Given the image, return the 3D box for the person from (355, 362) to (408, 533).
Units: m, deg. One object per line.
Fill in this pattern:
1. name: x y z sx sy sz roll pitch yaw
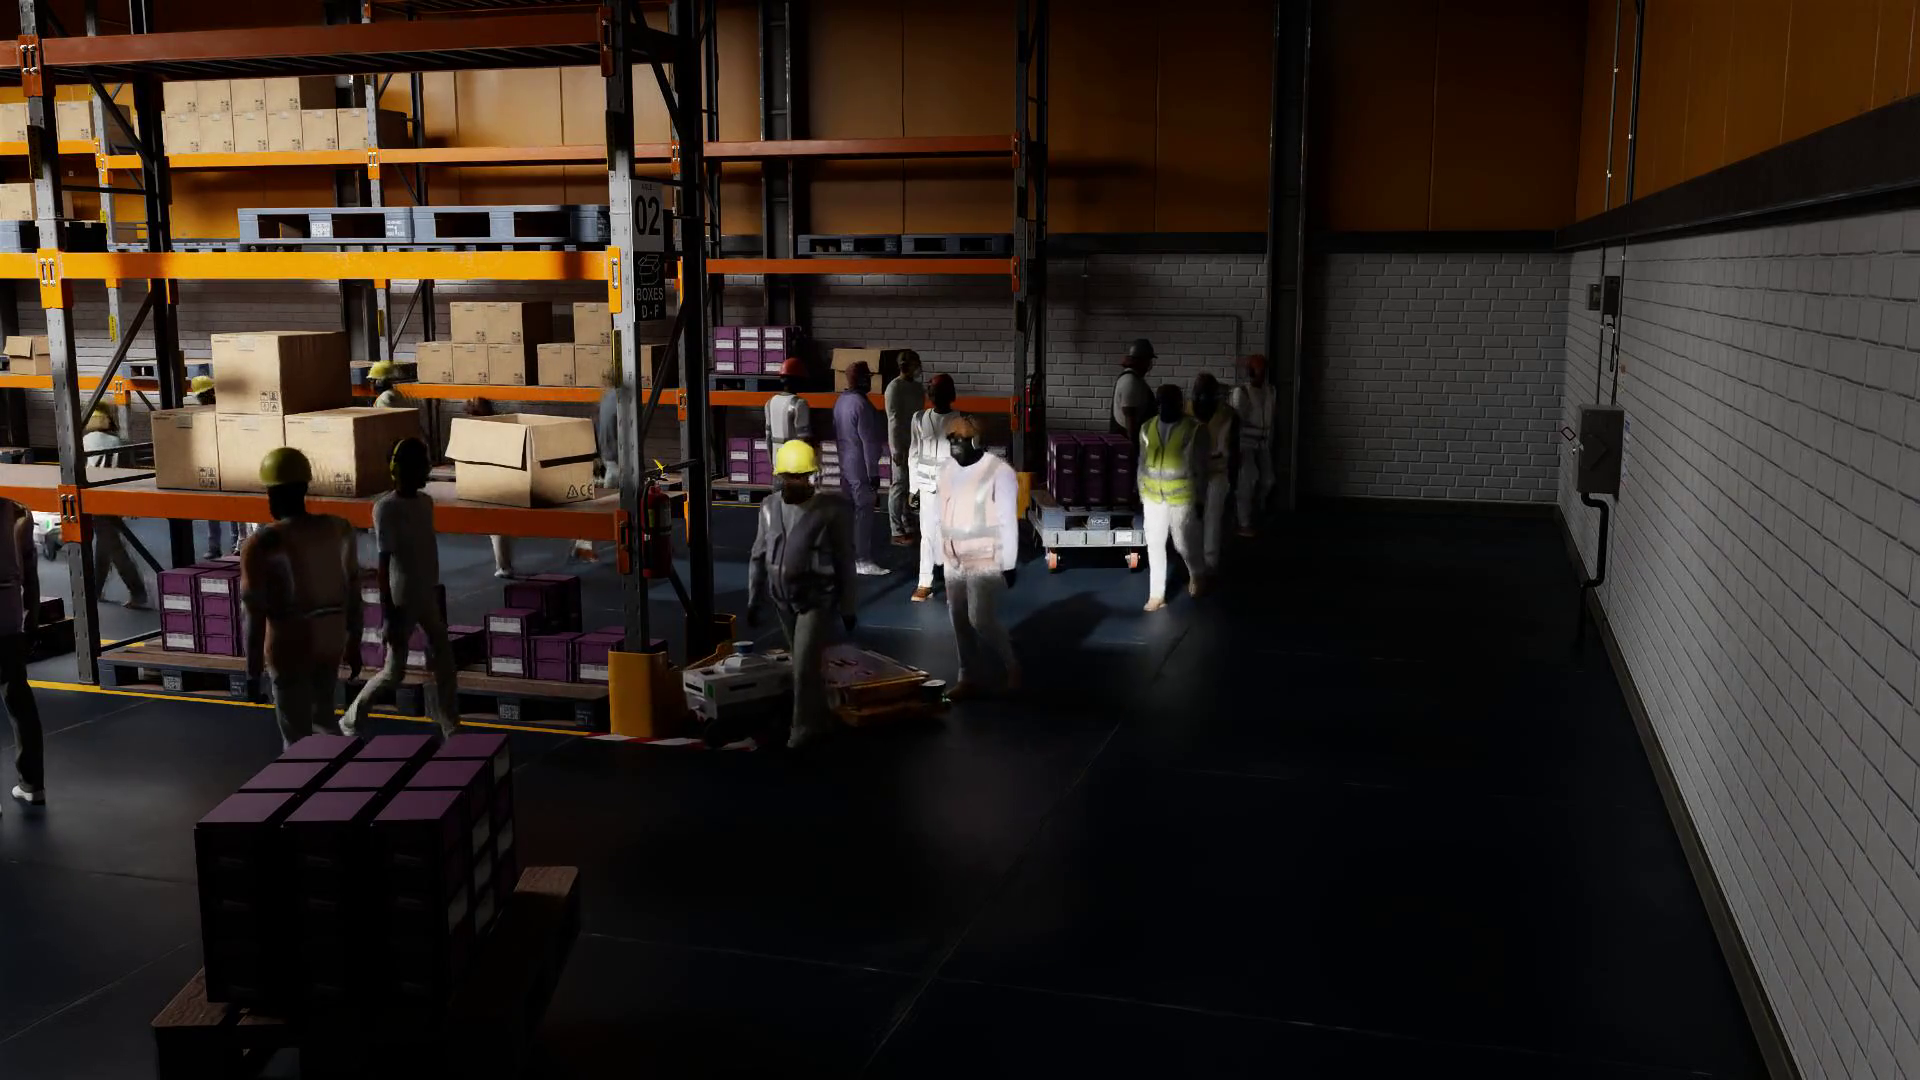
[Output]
1. person: -5.890 -0.941 17.106 0.950 1.782 0.583 1 9 5

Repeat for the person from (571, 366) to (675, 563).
1. person: -3.206 -0.734 15.526 1.023 1.892 0.641 -5 11 -28

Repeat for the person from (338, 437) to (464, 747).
1. person: -3.060 0.342 9.120 0.932 1.835 0.530 3 10 19

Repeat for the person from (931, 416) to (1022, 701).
1. person: 0.085 0.121 10.485 0.644 1.822 0.442 9 13 42

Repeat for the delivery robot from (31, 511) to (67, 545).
1. delivery robot: -8.676 -0.157 15.755 0.707 0.478 0.477 6 11 32

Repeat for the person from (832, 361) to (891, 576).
1. person: -0.878 -0.641 14.866 0.407 1.913 0.641 -5 11 -30

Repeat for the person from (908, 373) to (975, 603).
1. person: -0.151 -0.420 13.593 0.574 1.887 0.355 3 10 16

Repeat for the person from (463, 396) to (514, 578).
1. person: -4.135 -0.465 14.700 0.560 1.605 0.531 8 13 42

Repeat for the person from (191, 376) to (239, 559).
1. person: -6.961 -0.675 15.697 0.555 1.742 0.309 -3 10 -16

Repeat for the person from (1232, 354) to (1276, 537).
1. person: 2.982 -0.952 16.902 0.584 1.871 0.414 -6 11 -31

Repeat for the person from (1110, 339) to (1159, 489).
1. person: 1.805 -1.053 16.982 0.536 2.000 0.698 1 9 9

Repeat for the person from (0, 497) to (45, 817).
1. person: -4.898 0.427 8.308 0.382 1.924 0.594 5 11 28

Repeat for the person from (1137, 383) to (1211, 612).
1. person: 1.719 -0.351 13.356 0.634 1.828 0.612 5 11 30

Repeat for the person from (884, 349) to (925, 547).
1. person: -0.502 -0.909 16.434 0.398 1.938 0.635 4 10 24

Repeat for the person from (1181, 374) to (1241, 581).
1. person: 2.124 -0.552 14.655 0.637 1.796 0.902 3 10 16

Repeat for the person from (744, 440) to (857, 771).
1. person: -0.924 0.350 9.159 0.586 1.795 0.805 6 11 34

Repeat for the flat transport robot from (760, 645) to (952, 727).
1. flat transport robot: -0.699 0.888 10.529 0.652 0.197 1.431 -6 11 -31

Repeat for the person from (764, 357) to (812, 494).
1. person: -1.510 -0.679 15.035 0.542 1.931 0.376 9 13 43

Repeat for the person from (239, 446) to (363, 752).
1. person: -3.081 0.515 7.793 0.420 1.916 0.606 6 11 33

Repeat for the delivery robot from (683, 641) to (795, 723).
1. delivery robot: -1.252 0.835 9.709 0.707 0.478 0.477 -8 12 -39

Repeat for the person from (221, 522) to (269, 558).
1. person: -6.605 -0.724 15.290 0.635 1.937 0.352 8 12 40

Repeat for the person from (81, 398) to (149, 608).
1. person: -6.911 -0.304 13.467 0.917 1.697 0.501 4 10 21
